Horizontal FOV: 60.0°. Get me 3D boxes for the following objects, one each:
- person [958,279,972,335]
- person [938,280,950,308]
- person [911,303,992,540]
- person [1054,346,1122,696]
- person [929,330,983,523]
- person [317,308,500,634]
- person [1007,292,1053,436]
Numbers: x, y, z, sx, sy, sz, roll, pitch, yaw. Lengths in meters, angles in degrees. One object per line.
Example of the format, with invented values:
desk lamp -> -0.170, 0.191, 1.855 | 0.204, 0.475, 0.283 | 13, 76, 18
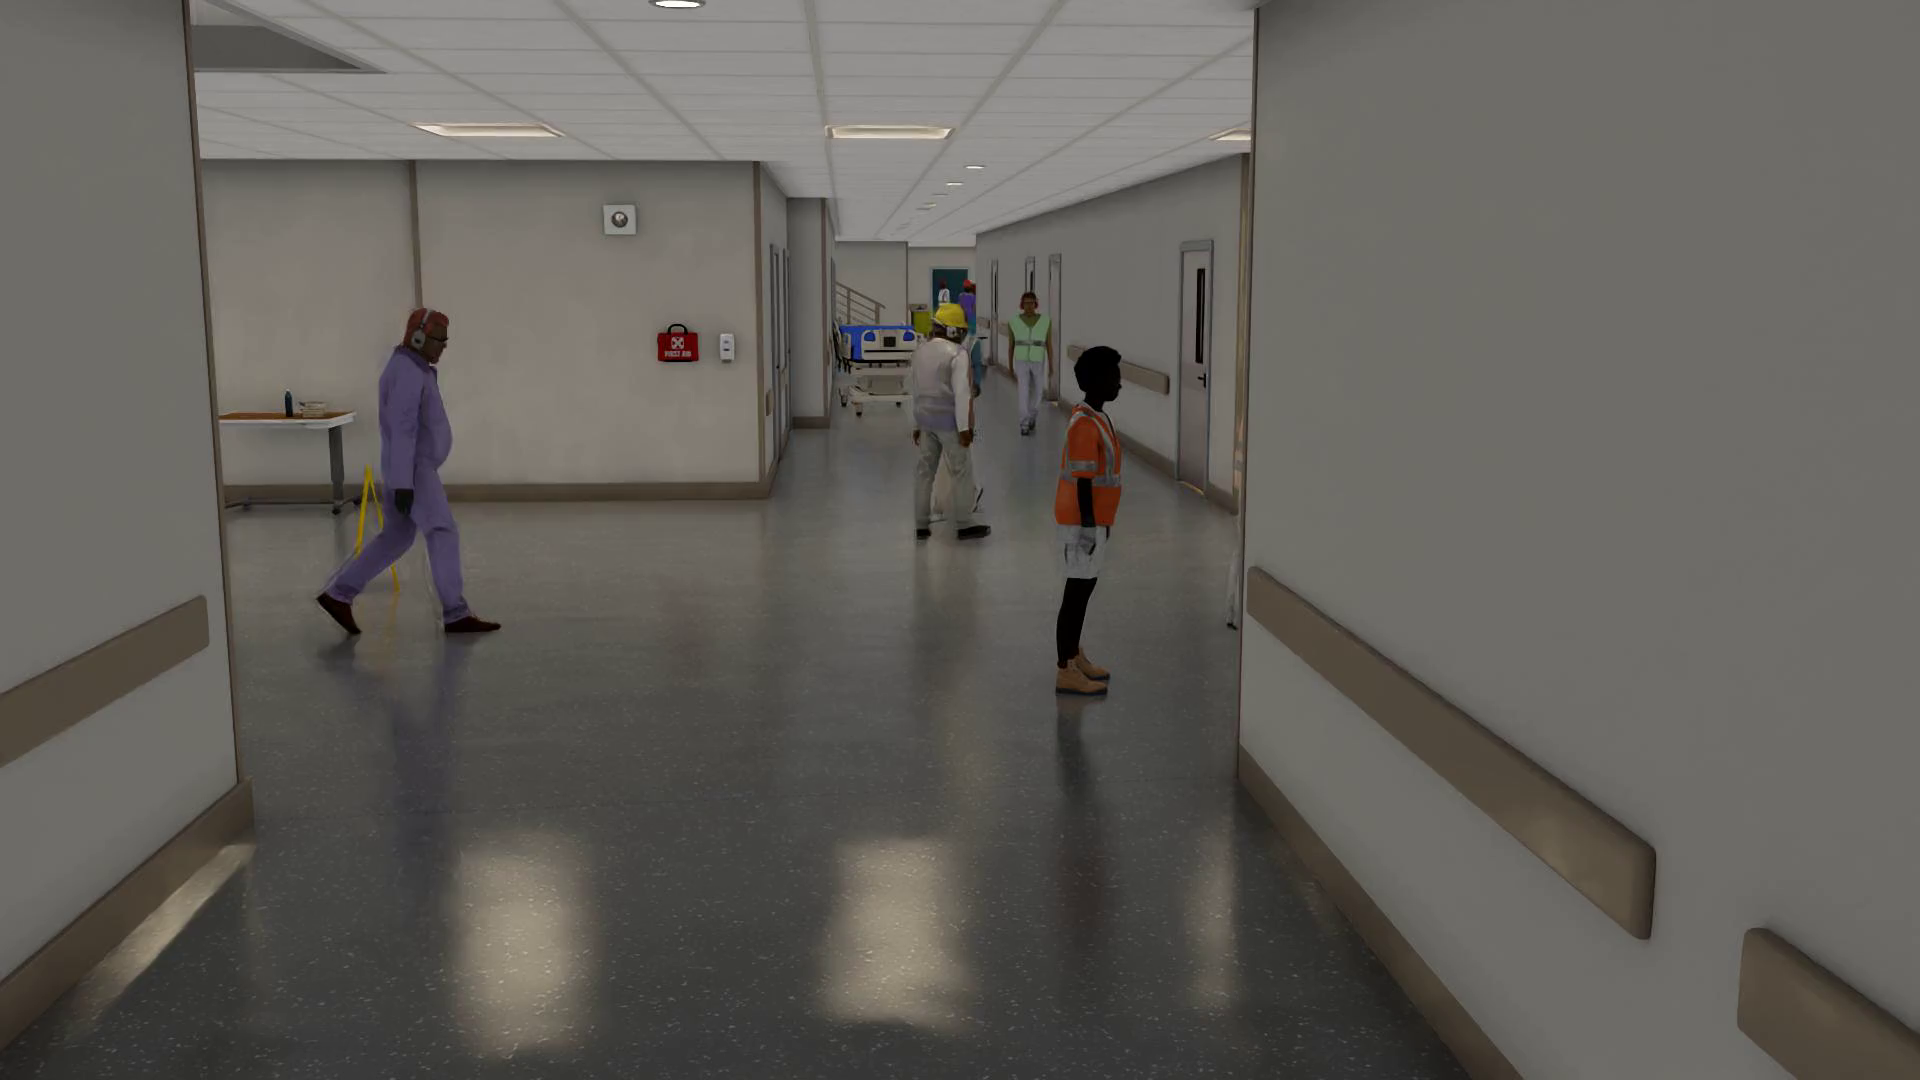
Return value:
person -> 0.220, -5.951, 44.107 | 0.569, 1.916, 0.538 | 1, 9, 9
person -> -0.522, -7.289, 52.608 | 0.340, 1.882, 0.586 | -5, 10, -27
person -> -0.097, -0.896, 12.724 | 0.508, 1.813, 0.644 | -9, 12, -43
person -> 0.622, -0.097, 8.079 | 0.322, 1.689, 0.536 | 2, 9, 10
person -> -0.064, -0.971, 13.818 | 0.507, 1.603, 0.791 | 8, 12, 42
person -> -3.140, -0.371, 9.309 | 0.930, 1.850, 0.713 | -3, 10, -18
person -> 0.890, -2.260, 21.274 | 0.579, 1.821, 0.777 | -1, 9, -3
